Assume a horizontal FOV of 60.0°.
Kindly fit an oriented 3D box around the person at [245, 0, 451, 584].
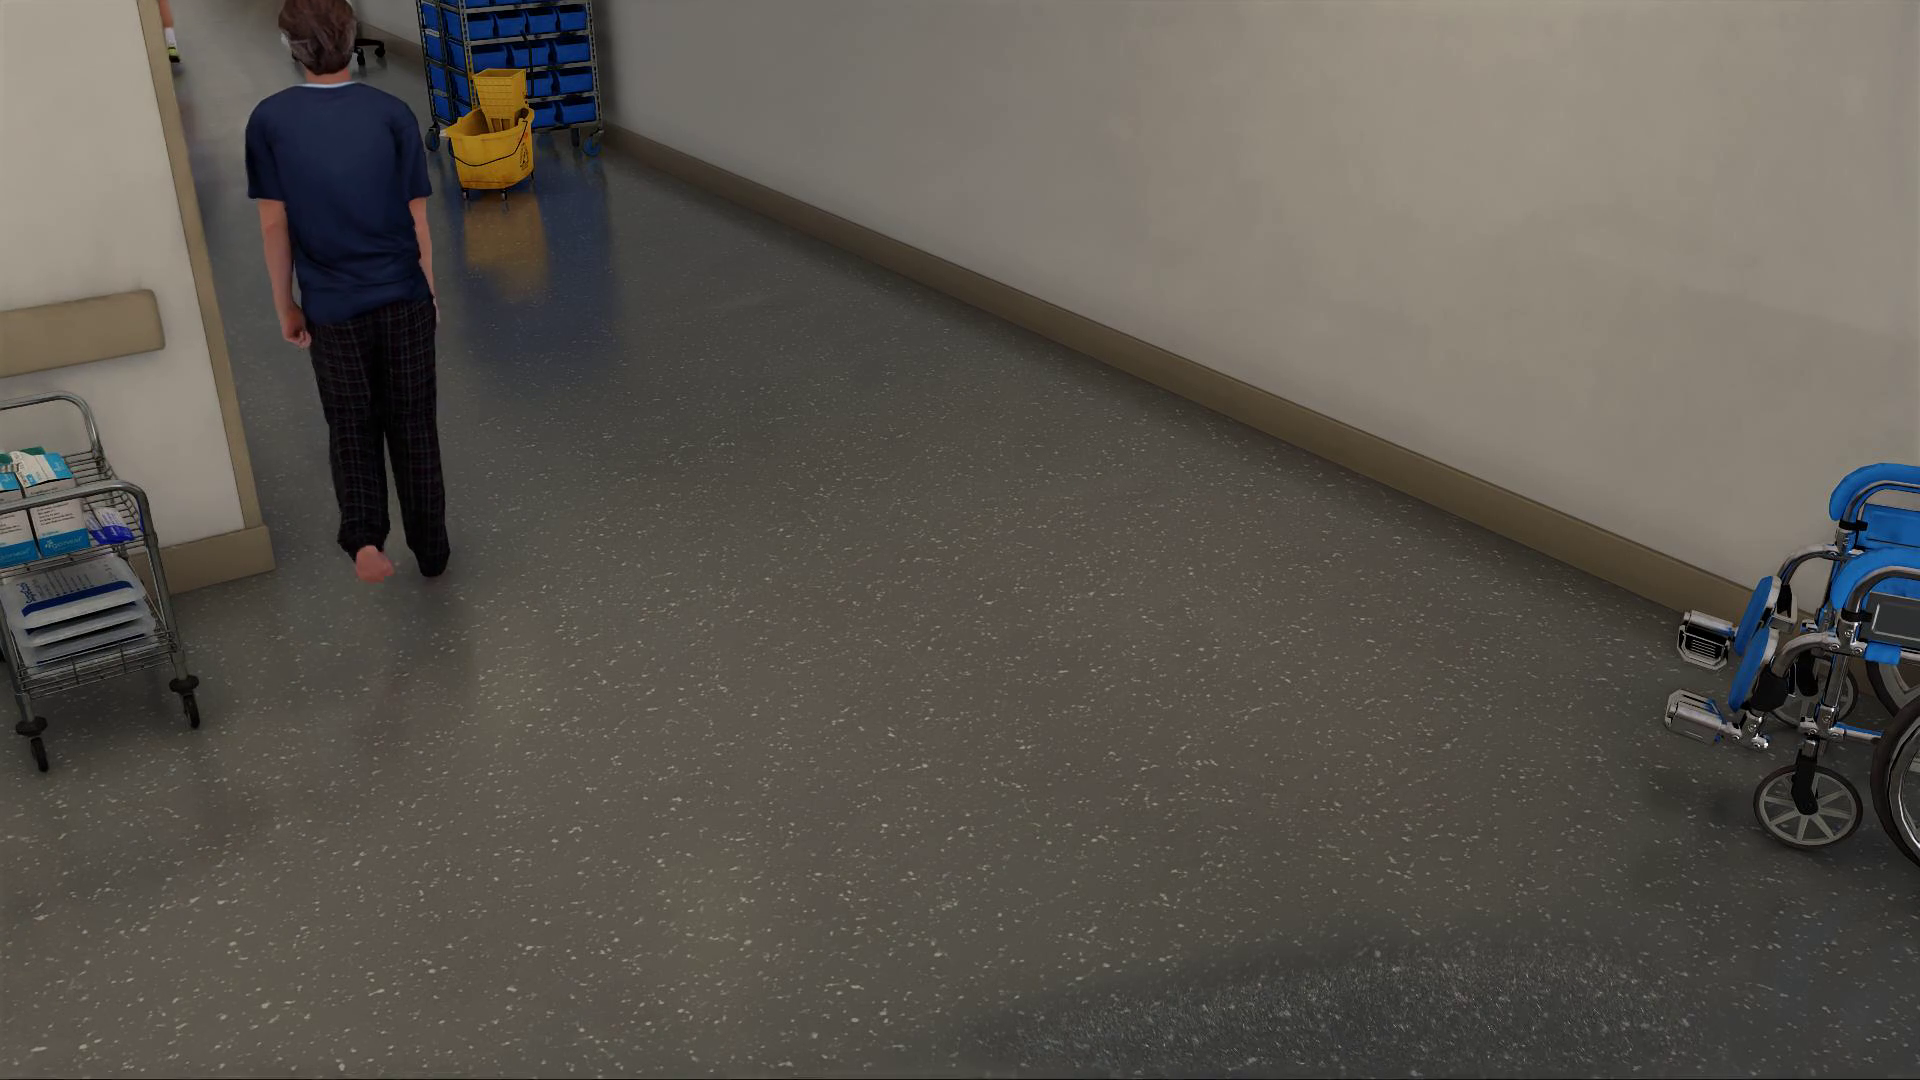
[{"bbox_3d":[-1.782,-0.668,4.992,0.890,1.848,0.890,-5,26,-11],"label":"person"}]
